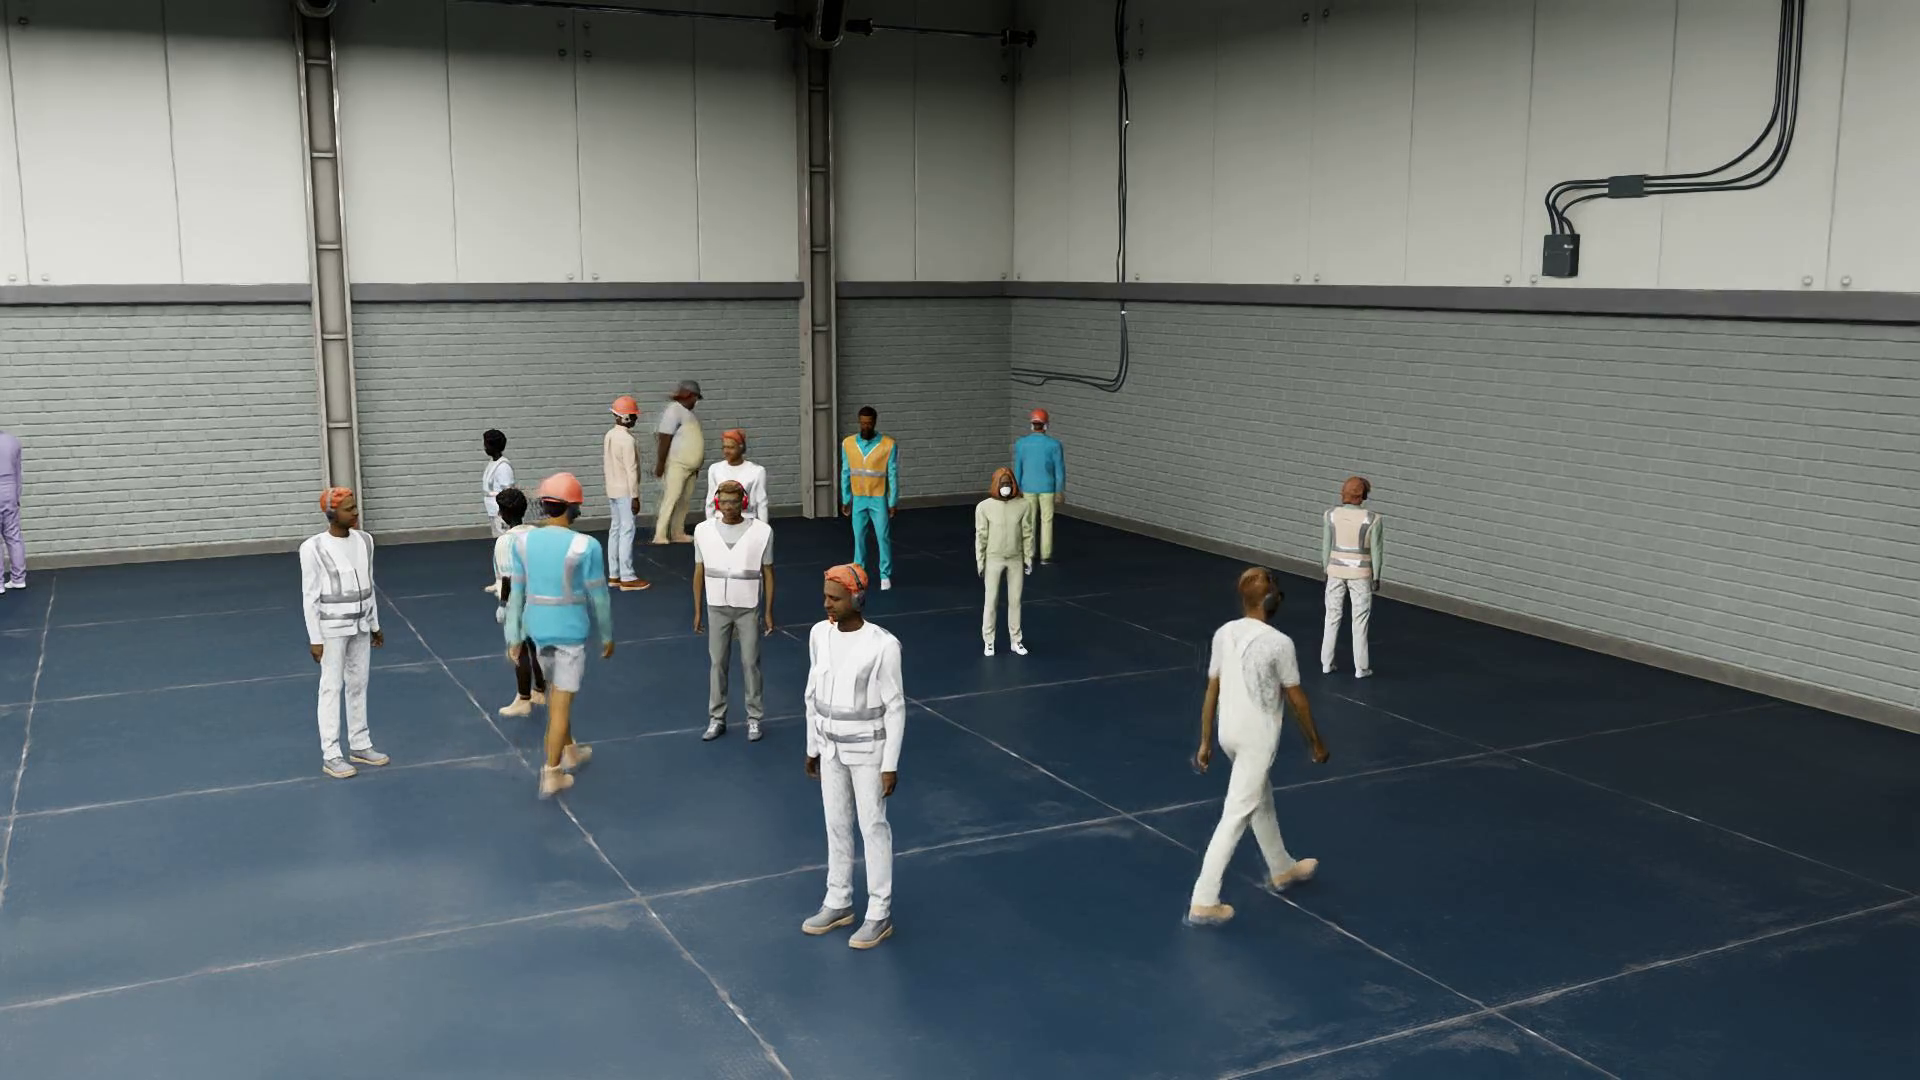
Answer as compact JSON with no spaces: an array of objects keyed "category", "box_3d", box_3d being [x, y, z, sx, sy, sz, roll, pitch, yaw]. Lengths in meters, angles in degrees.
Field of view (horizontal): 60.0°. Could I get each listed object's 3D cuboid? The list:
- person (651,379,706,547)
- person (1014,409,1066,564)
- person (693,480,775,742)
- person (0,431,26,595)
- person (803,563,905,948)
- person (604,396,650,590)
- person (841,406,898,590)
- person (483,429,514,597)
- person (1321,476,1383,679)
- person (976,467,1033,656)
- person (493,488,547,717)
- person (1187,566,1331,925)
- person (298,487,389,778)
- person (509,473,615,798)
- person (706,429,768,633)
[{"category":"person","box_3d":[-3.329,-0.953,19.901,0.571,2.000,0.778,3,10,16]},{"category":"person","box_3d":[0.899,-0.594,18.617,0.600,1.739,0.360,3,10,16]},{"category":"person","box_3d":[-1.577,0.487,11.631,0.571,1.841,0.371,0,9,3]},{"category":"person","box_3d":[-9.828,-0.395,16.891,0.403,1.904,0.637,3,10,17]},{"category":"person","box_3d":[-0.525,1.039,8.106,0.579,1.882,0.342,7,12,38]},{"category":"person","box_3d":[-3.448,-0.485,17.155,0.396,1.992,0.623,-6,11,-34]},{"category":"person","box_3d":[-0.925,-0.430,17.120,0.607,1.905,0.411,3,10,16]},{"category":"person","box_3d":[-4.634,-0.271,16.773,0.322,1.690,0.533,-5,11,-29]},{"category":"person","box_3d":[3.161,0.301,13.453,0.509,1.630,0.316,6,11,34]},{"category":"person","box_3d":[0.377,0.186,14.165,0.498,1.627,0.279,-2,9,-13]},{"category":"person","box_3d":[-3.252,0.457,12.281,0.320,1.692,0.531,2,10,15]},{"category":"person","box_3d":[1.500,1.028,8.494,0.999,1.791,0.513,-6,11,-31]},{"category":"person","box_3d":[-4.020,0.590,10.874,0.349,1.884,0.584,4,10,25]},{"category":"person","box_3d":[-2.476,0.572,10.596,0.616,2.006,0.898,3,10,19]},{"category":"person","box_3d":[-1.997,-0.057,14.858,0.584,1.882,0.337,3,10,17]}]
